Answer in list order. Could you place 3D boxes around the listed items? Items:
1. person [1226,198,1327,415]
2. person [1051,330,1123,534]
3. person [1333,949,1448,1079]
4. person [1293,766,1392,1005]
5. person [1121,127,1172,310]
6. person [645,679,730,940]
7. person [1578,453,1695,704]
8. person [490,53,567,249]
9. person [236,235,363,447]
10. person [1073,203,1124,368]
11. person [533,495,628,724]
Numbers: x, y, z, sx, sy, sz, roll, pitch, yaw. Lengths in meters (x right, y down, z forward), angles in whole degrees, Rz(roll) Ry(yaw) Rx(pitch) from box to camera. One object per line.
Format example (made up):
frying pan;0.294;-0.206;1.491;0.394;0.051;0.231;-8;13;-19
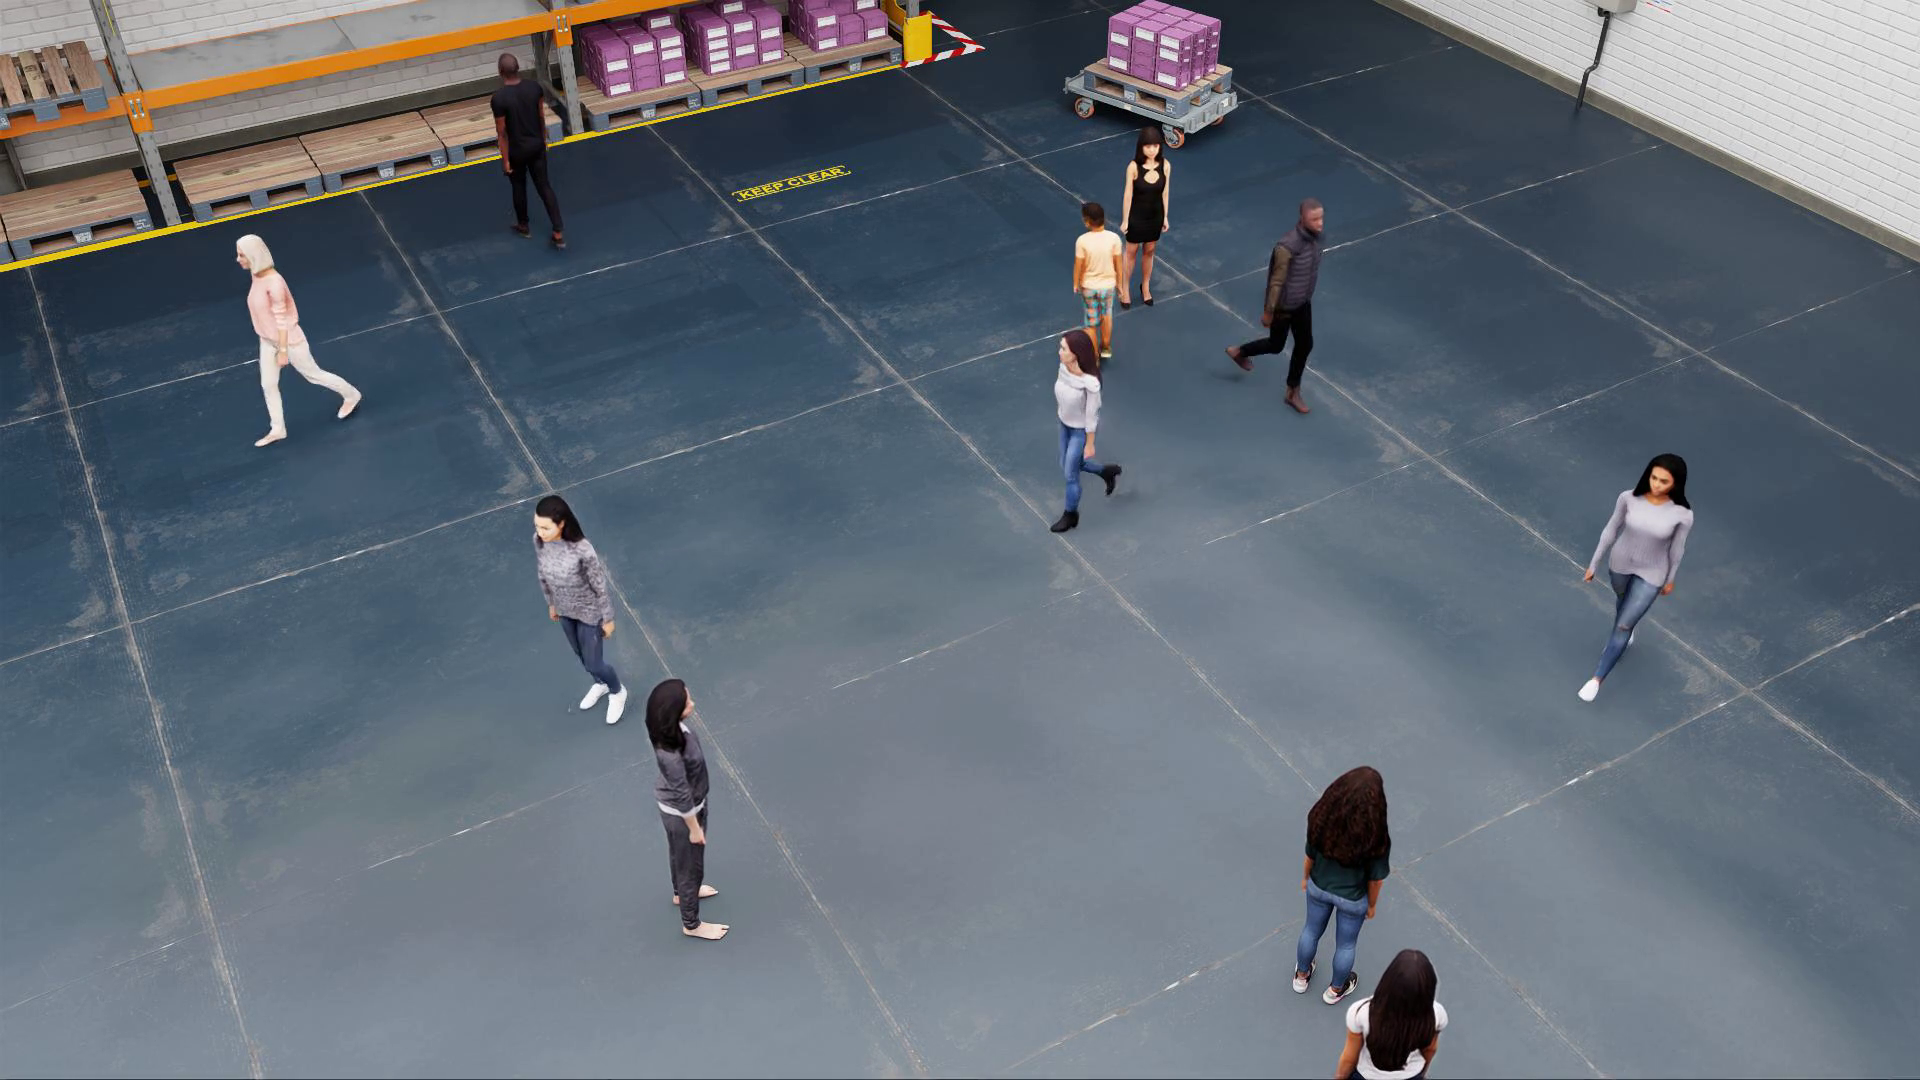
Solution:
person;2.497;-1.868;12.904;1.061;1.801;0.893;-29;47;-31
person;0.899;-0.793;11.706;0.864;1.616;0.627;-20;43;-23
person;1.908;2.459;7.508;0.604;1.774;0.727;-2;39;-2
person;1.939;1.767;8.501;0.704;1.616;0.734;21;43;24
person;1.566;-2.734;14.111;0.541;1.648;0.692;-7;39;-9
person;-1.477;1.410;8.830;0.581;1.764;0.644;-11;40;-14
person;4.289;0.156;10.462;0.880;1.686;1.217;29;47;31
person;-3.845;-3.456;14.891;0.953;1.803;0.837;-28;46;-30
person;-5.029;-1.541;12.588;0.828;1.686;1.182;29;47;31
person;1.108;-2.000;13.358;0.622;1.441;0.711;0;39;0
person;-2.285;0.395;10.137;0.754;1.717;0.791;17;42;20
